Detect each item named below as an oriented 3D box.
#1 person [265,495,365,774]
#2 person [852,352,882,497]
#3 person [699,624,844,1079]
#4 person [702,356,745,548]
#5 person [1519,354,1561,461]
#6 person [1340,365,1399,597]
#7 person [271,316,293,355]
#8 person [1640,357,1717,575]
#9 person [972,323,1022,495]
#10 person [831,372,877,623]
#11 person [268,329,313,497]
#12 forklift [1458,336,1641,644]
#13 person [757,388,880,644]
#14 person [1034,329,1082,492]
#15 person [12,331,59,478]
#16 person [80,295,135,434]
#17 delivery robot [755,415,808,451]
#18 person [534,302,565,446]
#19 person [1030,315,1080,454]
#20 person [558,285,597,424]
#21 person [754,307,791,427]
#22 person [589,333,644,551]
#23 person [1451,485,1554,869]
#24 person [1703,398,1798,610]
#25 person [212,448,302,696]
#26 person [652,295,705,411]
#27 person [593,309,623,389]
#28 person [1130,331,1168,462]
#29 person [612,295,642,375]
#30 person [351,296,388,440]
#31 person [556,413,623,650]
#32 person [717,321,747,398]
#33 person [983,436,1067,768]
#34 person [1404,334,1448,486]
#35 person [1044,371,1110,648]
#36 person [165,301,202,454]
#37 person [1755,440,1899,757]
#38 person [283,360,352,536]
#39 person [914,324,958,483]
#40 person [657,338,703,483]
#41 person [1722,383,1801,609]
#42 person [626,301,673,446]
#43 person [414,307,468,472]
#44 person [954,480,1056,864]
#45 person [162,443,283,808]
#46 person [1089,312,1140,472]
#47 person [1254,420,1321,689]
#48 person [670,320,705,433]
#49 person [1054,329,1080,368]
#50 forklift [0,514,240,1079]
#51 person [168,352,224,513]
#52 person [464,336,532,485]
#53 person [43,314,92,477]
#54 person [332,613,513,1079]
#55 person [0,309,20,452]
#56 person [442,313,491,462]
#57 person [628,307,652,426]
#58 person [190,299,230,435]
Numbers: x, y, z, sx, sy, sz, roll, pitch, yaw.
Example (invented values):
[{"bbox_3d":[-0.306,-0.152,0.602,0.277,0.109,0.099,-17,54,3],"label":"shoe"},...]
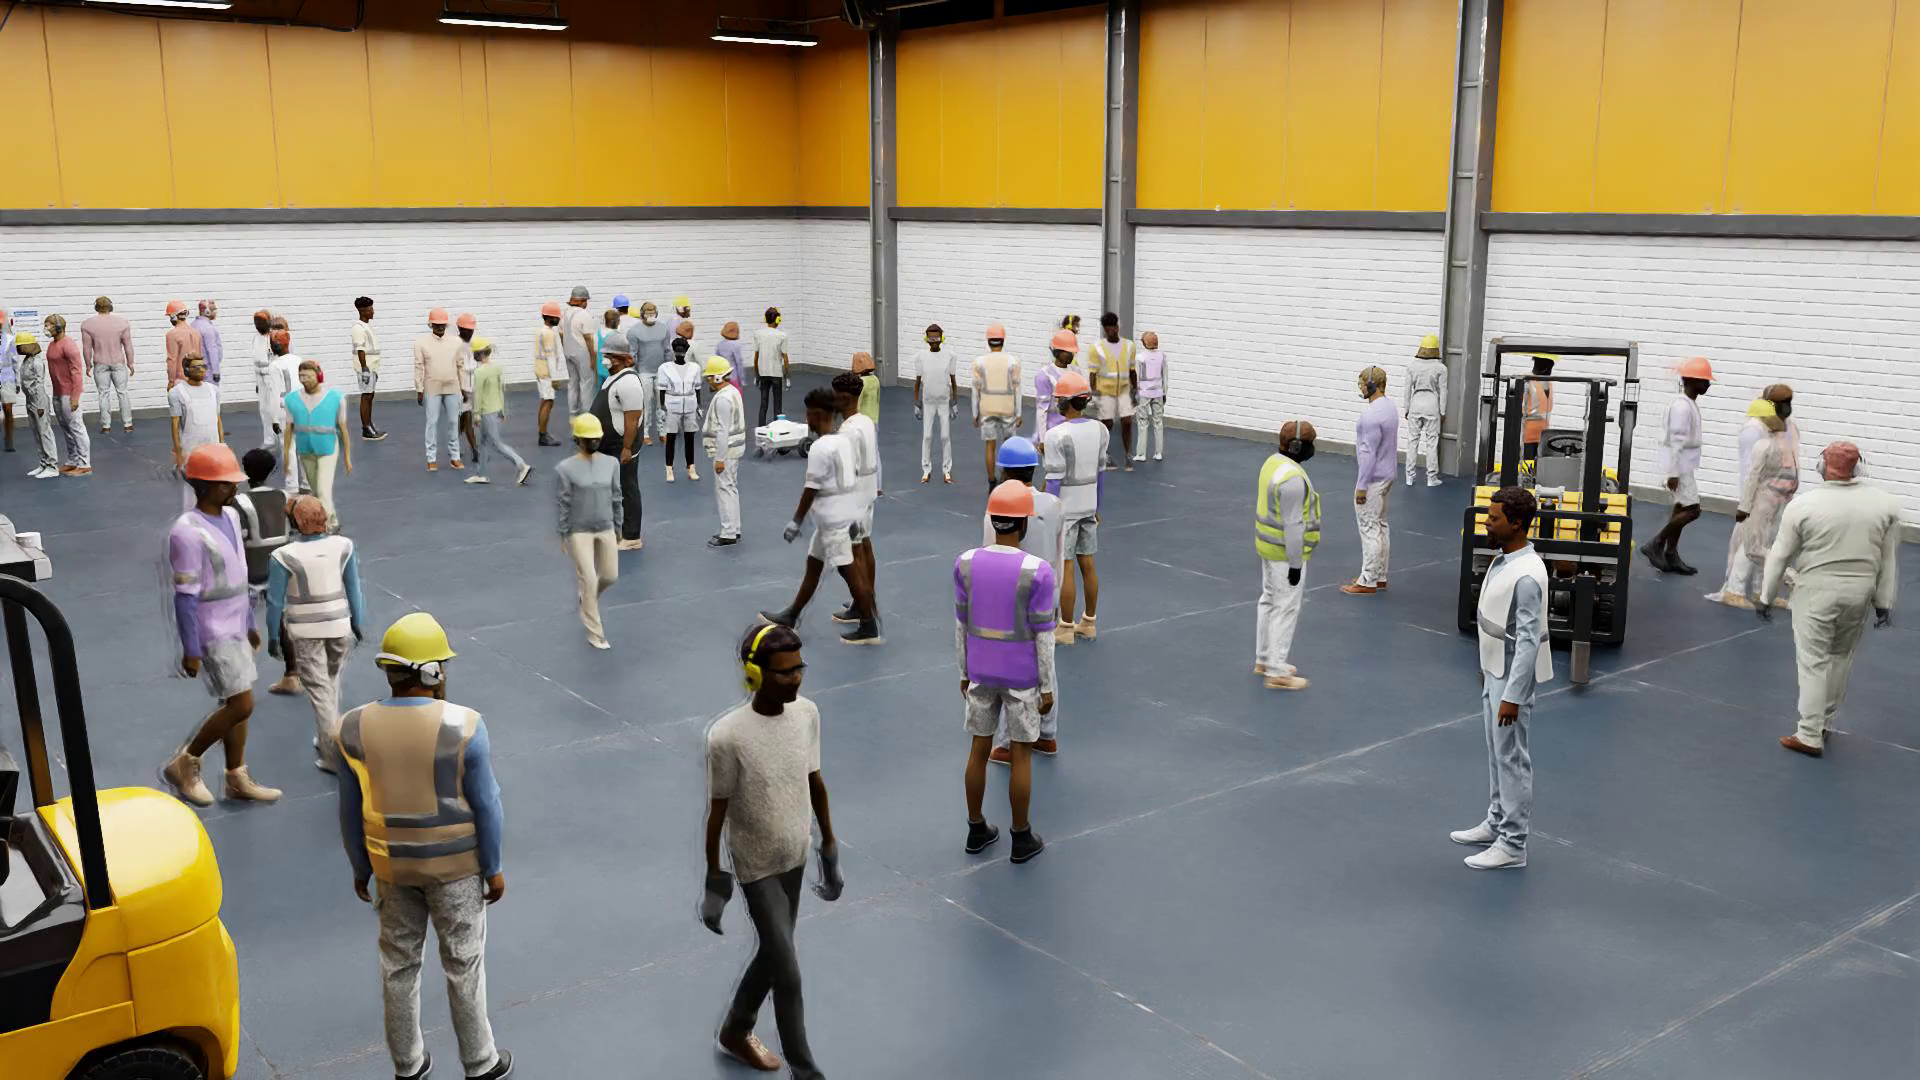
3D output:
[{"bbox_3d":[-3.794,0.530,9.679,0.674,1.614,0.540,10,15,39],"label":"person"},{"bbox_3d":[-1.040,-1.252,18.292,0.271,1.627,0.502,6,13,26],"label":"person"},{"bbox_3d":[-0.658,1.186,6.043,0.887,1.829,0.552,10,15,39],"label":"person"},{"bbox_3d":[-2.248,-0.843,15.852,0.403,1.819,0.602,0,12,-1],"label":"person"},{"bbox_3d":[5.683,-1.017,16.455,0.597,1.916,0.409,-10,15,-40],"label":"person"},{"bbox_3d":[3.453,-0.492,13.899,0.380,1.929,0.636,6,13,28],"label":"person"},{"bbox_3d":[-9.536,-2.334,23.486,0.308,1.639,0.510,-3,12,-12],"label":"person"},{"bbox_3d":[6.346,-0.636,14.568,0.412,1.926,0.555,7,13,30],"label":"person"},{"bbox_3d":[0.408,-1.449,18.517,0.561,1.921,0.433,1,12,5],"label":"person"},{"bbox_3d":[-0.836,-0.333,13.022,0.363,1.963,0.612,2,12,12],"label":"person"},{"bbox_3d":[-7.361,-1.371,18.257,0.360,1.880,0.575,3,12,15],"label":"person"},{"bbox_3d":[4.683,-0.471,13.136,1.214,2.155,2.313,4,12,20],"label":"forklift"},{"bbox_3d":[-1.048,-0.170,12.347,0.992,1.906,0.607,2,12,9],"label":"person"},{"bbox_3d":[1.006,-1.060,16.396,0.611,2.030,0.410,-11,16,-43],"label":"person"},{"bbox_3d":[-10.992,-1.608,19.742,0.485,1.737,0.322,11,16,42],"label":"person"},{"bbox_3d":[-11.925,-2.451,23.321,0.637,1.936,0.356,-6,13,-27],"label":"person"},{"bbox_3d":[-2.261,-1.346,21.096,0.477,0.478,0.707,11,16,39],"label":"delivery robot"},{"bbox_3d":[-5.478,-2.221,22.271,0.428,1.922,0.578,-5,13,-22],"label":"person"},{"bbox_3d":[1.332,-1.992,21.413,0.977,1.819,0.531,1,12,5],"label":"person"},{"bbox_3d":[-5.492,-2.698,24.264,0.688,2.000,0.536,10,15,39],"label":"person"},{"bbox_3d":[-2.510,-2.178,22.214,0.533,1.855,0.346,4,12,16],"label":"person"},{"bbox_3d":[-3.257,-0.929,15.722,0.538,2.000,0.688,-5,13,-23],"label":"person"},{"bbox_3d":[2.722,0.679,8.251,0.392,1.920,0.587,1,12,7],"label":"person"},{"bbox_3d":[6.478,-0.285,13.398,0.733,1.712,0.484,8,14,32],"label":"person"},{"bbox_3d":[-4.714,0.213,11.143,0.723,1.651,0.551,7,14,30],"label":"person"},{"bbox_3d":[-4.430,-2.910,25.893,0.843,1.805,0.604,1,12,6],"label":"person"},{"bbox_3d":[-4.788,-2.226,22.561,0.529,1.811,0.814,5,13,23],"label":"person"},{"bbox_3d":[2.375,-1.797,20.893,0.525,1.637,0.307,-5,13,-21],"label":"person"},{"bbox_3d":[-4.724,-2.492,23.529,0.611,1.939,0.417,-8,14,-35],"label":"person"},{"bbox_3d":[-8.120,-2.358,22.805,0.367,1.966,0.607,-2,12,-10],"label":"person"},{"bbox_3d":[-2.764,-0.086,12.363,0.529,1.751,0.598,-9,15,-36],"label":"person"},{"bbox_3d":[-3.166,-2.159,22.658,0.663,1.632,0.405,11,16,44],"label":"person"},{"bbox_3d":[0.355,0.361,9.745,0.611,1.939,0.418,-10,16,-41],"label":"person"},{"bbox_3d":[5.368,-1.497,19.185,0.489,1.743,0.323,7,14,31],"label":"person"},{"bbox_3d":[0.819,-0.223,12.308,0.608,2.044,0.370,-11,16,-42],"label":"person"},{"bbox_3d":[-10.046,-2.102,21.545,0.410,1.980,0.624,2,12,11],"label":"person"},{"bbox_3d":[5.175,0.324,10.053,0.690,1.885,0.710,0,12,1],"label":"person"},{"bbox_3d":[-6.092,-0.821,15.792,0.586,1.804,0.965,0,12,1],"label":"person"},{"bbox_3d":[-0.276,-1.582,19.323,0.510,1.861,0.324,0,12,-1],"label":"person"},{"bbox_3d":[-3.257,-1.517,19.405,0.531,1.692,0.320,-5,13,-25],"label":"person"},{"bbox_3d":[6.541,-0.353,13.448,0.633,1.846,0.429,-8,14,-35],"label":"person"},{"bbox_3d":[-4.137,-2.225,22.261,0.637,1.930,0.373,-8,14,-34],"label":"person"},{"bbox_3d":[-6.287,-1.828,20.182,0.623,1.990,0.400,-7,14,-31],"label":"person"},{"bbox_3d":[0.236,0.657,8.341,0.544,1.930,0.389,6,13,27],"label":"person"},{"bbox_3d":[-3.994,0.480,8.964,0.472,2.031,0.609,-1,12,-3],"label":"person"},{"bbox_3d":[1.900,-1.774,20.080,0.685,1.925,0.711,-3,12,-13],"label":"person"},{"bbox_3d":[2.228,0.093,11.315,0.429,1.833,0.631,0,12,-2],"label":"person"},{"bbox_3d":[-3.825,-2.262,23.211,0.534,1.605,0.363,3,12,13],"label":"person"},{"bbox_3d":[1.323,-1.759,20.560,0.317,1.699,0.537,-4,12,-20],"label":"person"},{"bbox_3d":[-3.687,1.115,5.480,2.313,2.155,1.214,-9,15,-36],"label":"forklift"},{"bbox_3d":[-7.261,-0.869,15.905,0.341,1.846,0.510,8,14,35],"label":"person"},{"bbox_3d":[-5.353,-1.485,19.148,0.809,1.729,0.519,1,12,5],"label":"person"},{"bbox_3d":[-10.636,-1.721,19.796,0.635,1.937,0.352,10,16,41],"label":"person"},{"bbox_3d":[-1.953,1.169,6.111,0.587,1.826,0.404,1,12,5],"label":"person"},{"bbox_3d":[-12.584,-2.099,21.724,0.572,1.906,0.720,-8,14,-33],"label":"person"},{"bbox_3d":[-6.266,-1.934,21.006,0.993,1.879,0.565,10,15,39],"label":"person"},{"bbox_3d":[-4.686,-2.495,24.031,0.322,1.736,0.485,6,13,25],"label":"person"},{"bbox_3d":[-10.468,-2.398,23.191,0.401,1.897,0.651,-10,16,-41],"label":"person"}]
